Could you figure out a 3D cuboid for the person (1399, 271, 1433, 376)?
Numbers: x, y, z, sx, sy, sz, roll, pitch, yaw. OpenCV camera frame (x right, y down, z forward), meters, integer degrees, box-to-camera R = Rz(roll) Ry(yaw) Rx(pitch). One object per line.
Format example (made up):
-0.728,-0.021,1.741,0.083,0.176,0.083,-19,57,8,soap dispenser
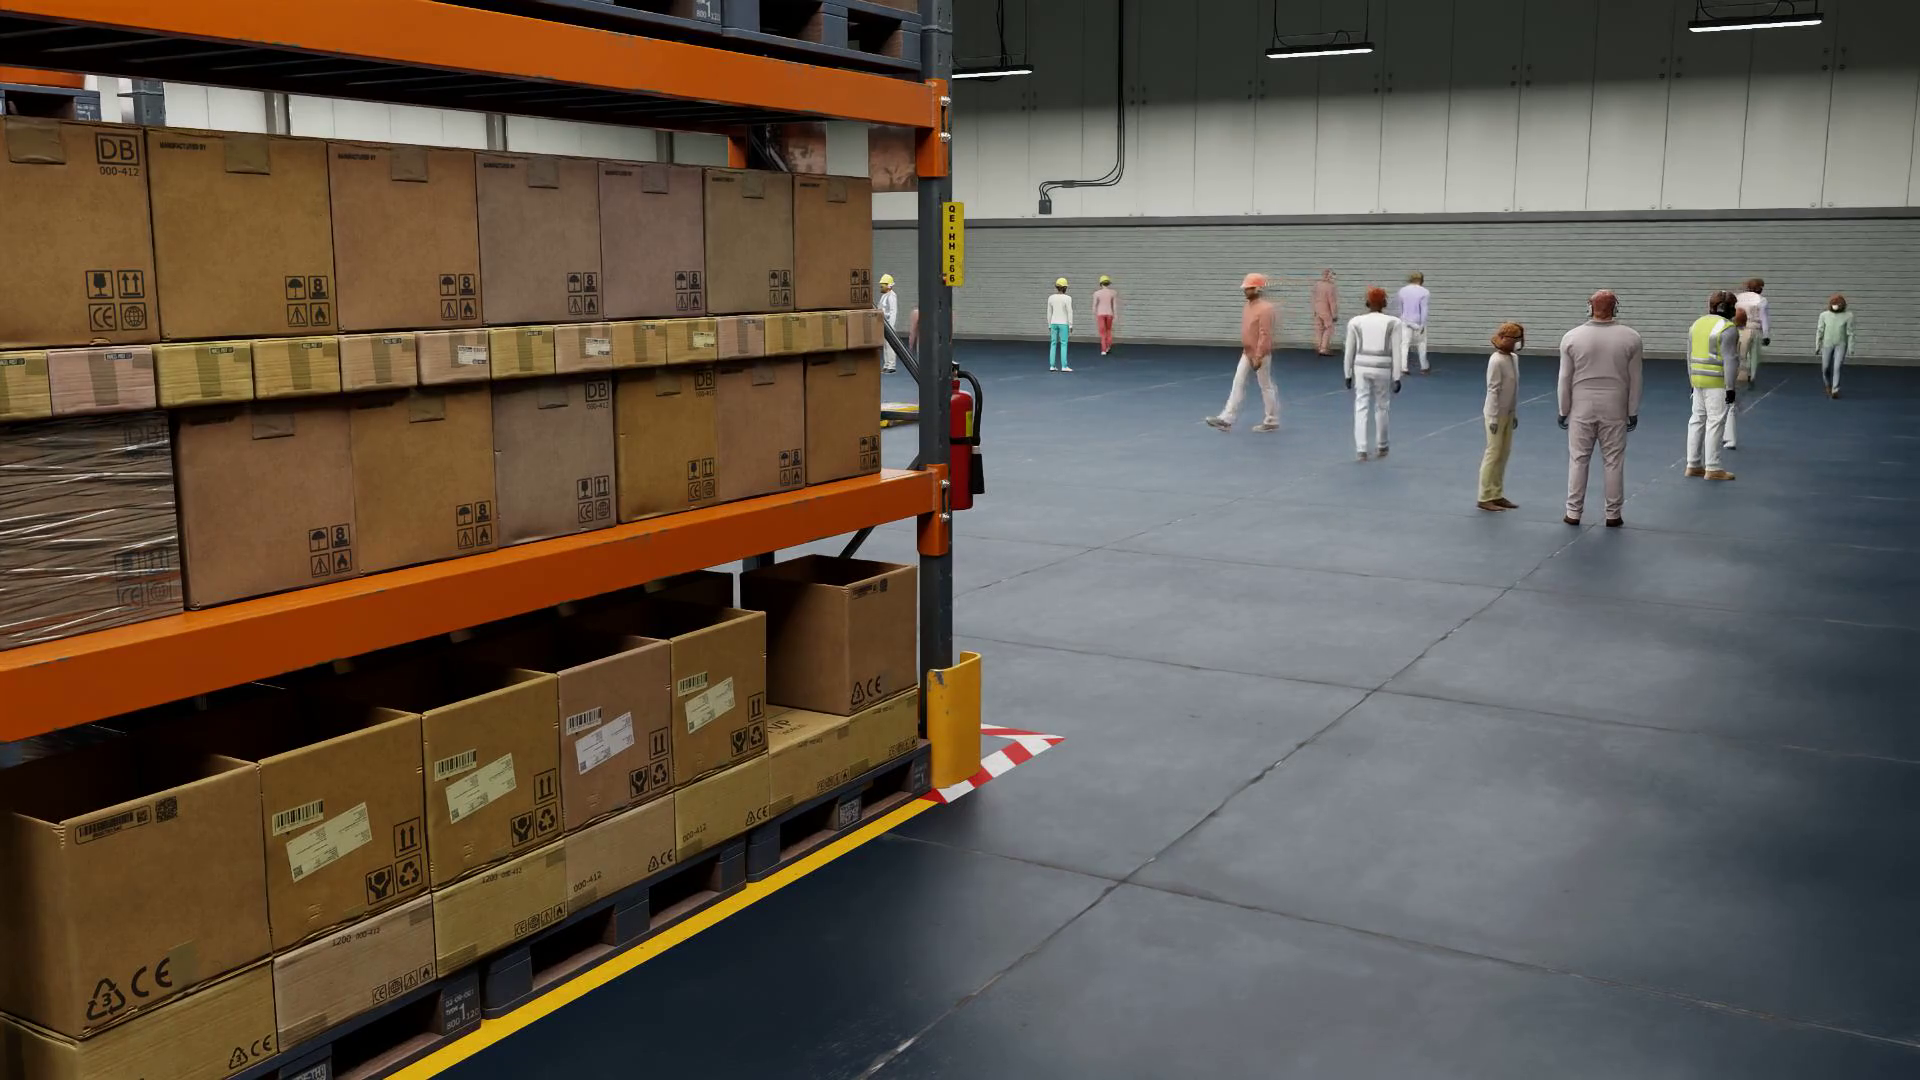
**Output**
8.371,-3.959,30.458,0.637,1.897,0.943,9,13,43,person

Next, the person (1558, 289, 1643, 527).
5.151,-1.057,13.421,0.639,1.909,0.409,3,10,19,person

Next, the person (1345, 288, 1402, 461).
4.452,-1.787,17.907,0.603,1.836,0.894,3,10,20,person

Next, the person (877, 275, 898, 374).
-1.361,-3.973,30.738,0.417,1.832,0.605,-3,10,-16,person

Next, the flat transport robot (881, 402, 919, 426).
-0.988,-1.635,21.586,0.652,0.197,1.431,6,11,30,flat transport robot

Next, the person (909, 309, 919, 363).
-0.468,-2.887,24.645,0.529,1.737,0.843,-3,10,-16,person

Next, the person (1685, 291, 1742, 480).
7.384,-1.510,16.271,0.429,1.838,0.634,-2,10,-12,person

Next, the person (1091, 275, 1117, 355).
3.160,-4.951,36.655,0.554,1.743,0.618,-2,10,-12,person

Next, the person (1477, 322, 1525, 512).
4.640,-1.053,14.234,0.295,1.624,0.507,8,12,39,person

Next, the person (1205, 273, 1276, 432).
3.504,-2.278,20.416,0.962,1.951,0.647,-3,10,-20,person

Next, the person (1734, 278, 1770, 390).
12.898,-3.331,26.971,0.684,1.821,0.662,-3,10,-19,person

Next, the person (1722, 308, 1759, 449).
8.796,-1.850,18.987,0.510,1.590,0.878,1,10,6,person

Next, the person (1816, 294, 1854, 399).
13.435,-2.976,25.516,0.530,1.610,0.550,7,12,37,person

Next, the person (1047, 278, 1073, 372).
1.904,-4.059,31.407,0.533,1.767,0.327,7,12,35,person

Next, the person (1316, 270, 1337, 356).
8.011,-4.952,36.366,0.436,1.868,0.729,-3,10,-19,person
